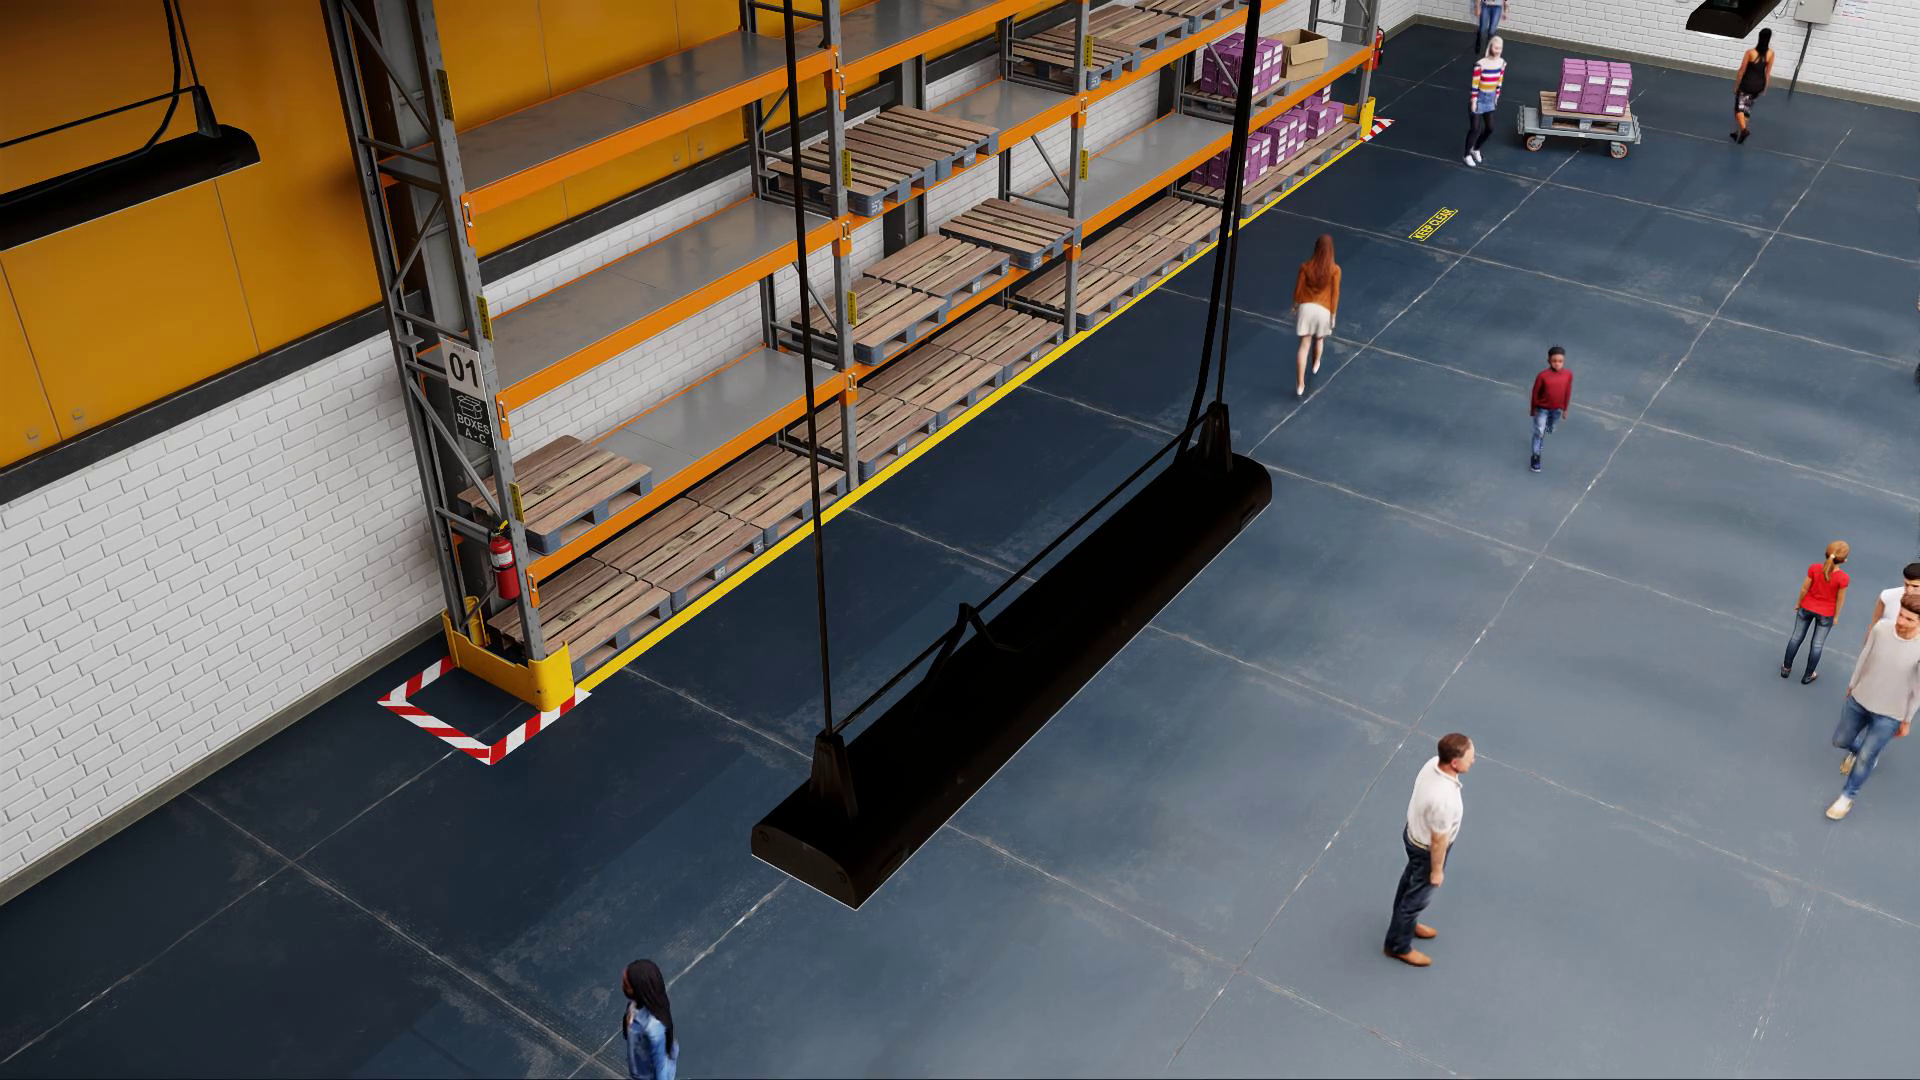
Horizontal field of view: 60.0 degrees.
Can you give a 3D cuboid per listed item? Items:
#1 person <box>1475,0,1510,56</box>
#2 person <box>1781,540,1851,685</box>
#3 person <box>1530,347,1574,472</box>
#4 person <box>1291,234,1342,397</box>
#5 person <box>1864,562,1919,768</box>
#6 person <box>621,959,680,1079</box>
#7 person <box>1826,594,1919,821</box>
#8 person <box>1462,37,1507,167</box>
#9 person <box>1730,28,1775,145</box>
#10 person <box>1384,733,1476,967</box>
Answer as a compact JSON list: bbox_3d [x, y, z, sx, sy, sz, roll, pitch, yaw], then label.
[{"bbox_3d":[8.530,-8.536,26.744,0.762,1.619,0.809,3,34,5],"label":"person"},{"bbox_3d":[6.866,0.569,13.325,0.505,1.311,0.519,26,42,34],"label":"person"},{"bbox_3d":[5.745,-1.335,16.254,0.769,1.239,0.886,0,34,1],"label":"person"},{"bbox_3d":[3.676,-2.310,17.324,0.864,1.677,1.172,10,35,14],"label":"person"},{"bbox_3d":[7.053,0.874,12.468,0.738,1.750,0.850,15,36,21],"label":"person"},{"bbox_3d":[-1.627,2.973,9.354,0.893,1.701,0.834,-8,35,-12],"label":"person"},{"bbox_3d":[6.635,1.151,11.925,0.990,1.890,0.825,-22,40,-30],"label":"person"},{"bbox_3d":[7.133,-6.049,22.842,0.771,1.796,0.839,-6,34,-9],"label":"person"},{"bbox_3d":[11.193,-6.382,23.475,0.870,1.650,0.994,1,34,2],"label":"person"},{"bbox_3d":[2.996,1.965,10.738,0.801,1.849,0.668,7,34,11],"label":"person"}]
